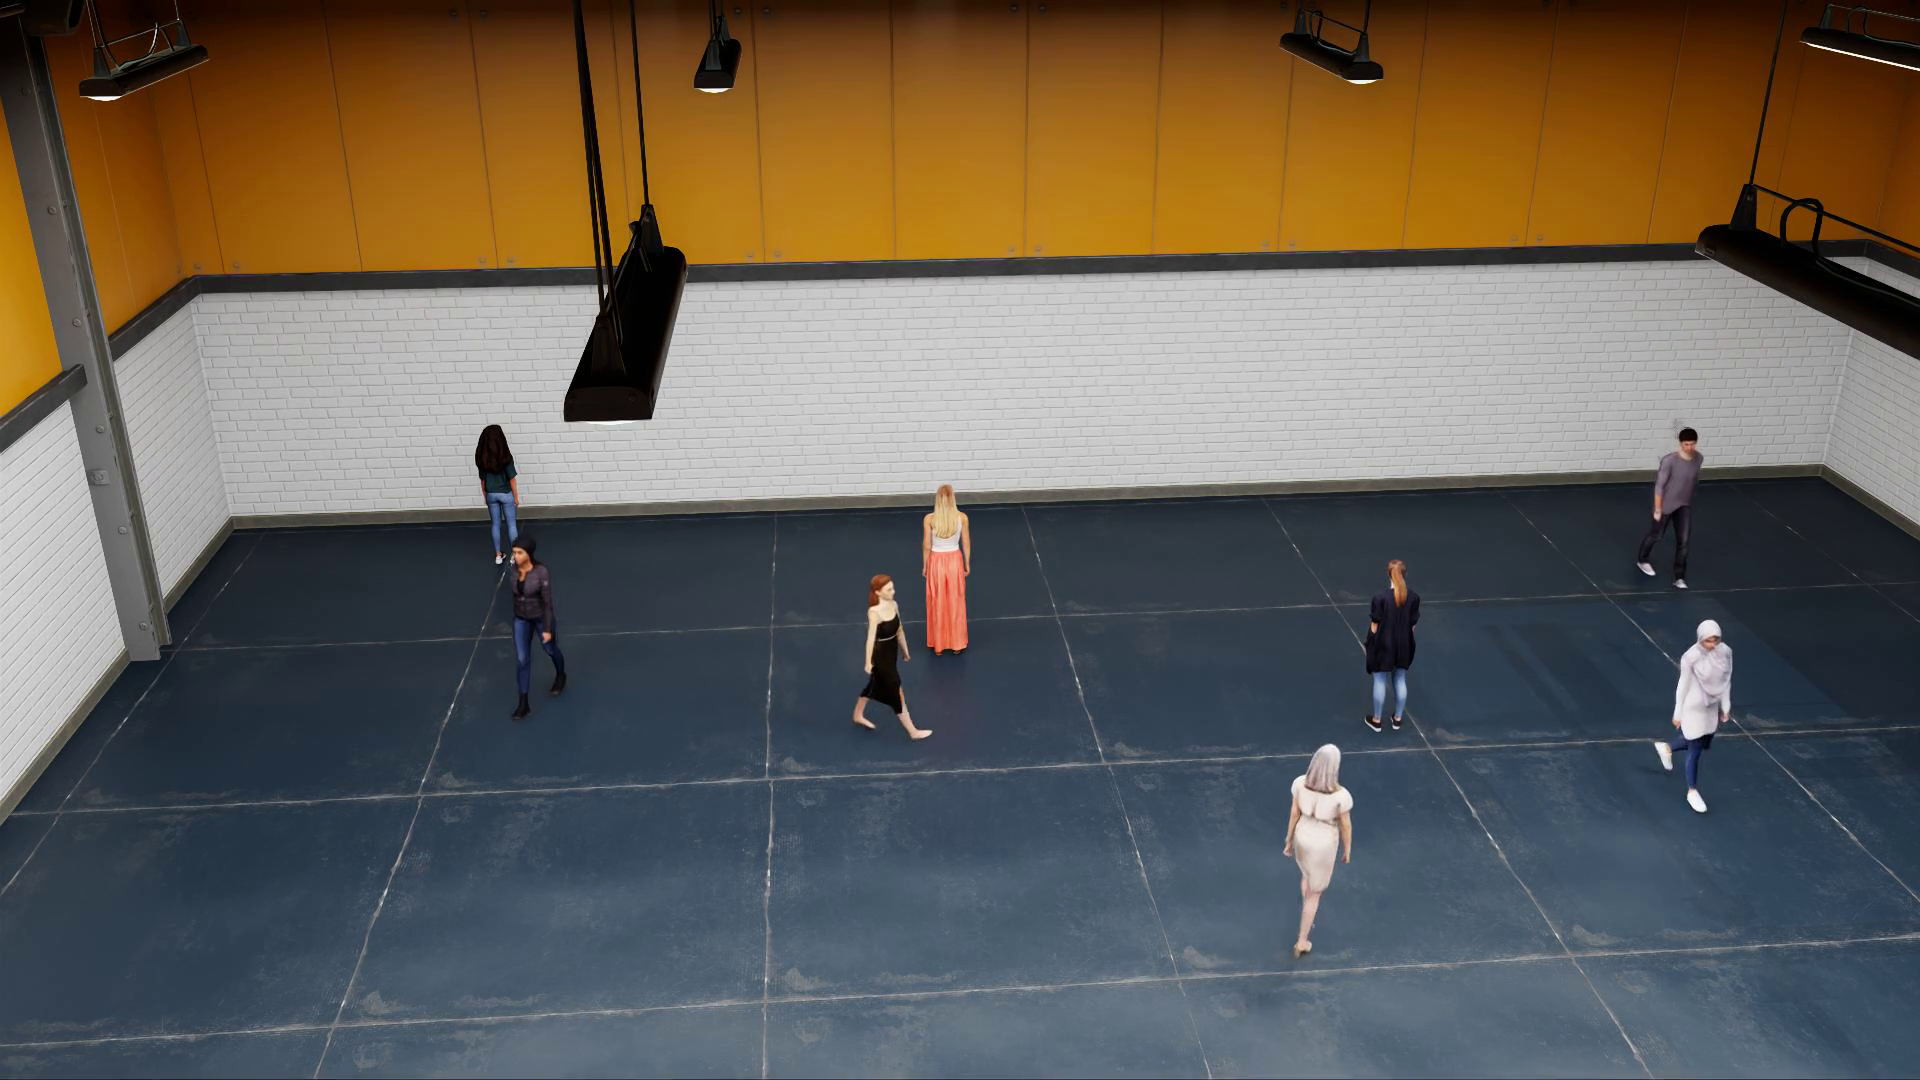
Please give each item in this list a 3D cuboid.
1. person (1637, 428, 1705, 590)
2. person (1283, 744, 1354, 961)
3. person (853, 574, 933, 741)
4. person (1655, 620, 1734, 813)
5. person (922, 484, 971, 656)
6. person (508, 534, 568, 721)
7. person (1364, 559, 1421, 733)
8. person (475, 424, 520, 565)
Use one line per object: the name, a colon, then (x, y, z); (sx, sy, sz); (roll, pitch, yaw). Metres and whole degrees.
person: (7.720, -0.411, 18.094); (0.710, 1.808, 1.041); (-5, 24, -12)
person: (2.540, 2.293, 12.017); (0.765, 1.721, 0.825); (14, 27, 30)
person: (-0.777, 1.051, 15.032); (1.011, 1.583, 1.096); (11, 26, 24)
person: (6.180, 1.403, 14.026); (0.772, 1.743, 0.998); (-8, 25, -17)
person: (-0.143, 0.291, 16.496); (0.629, 1.802, 0.565); (-1, 24, -3)
person: (-3.919, 0.759, 15.554); (0.896, 1.700, 1.234); (6, 24, 14)
person: (3.926, 0.958, 15.119); (0.625, 1.683, 0.552); (-1, 24, -3)
person: (-5.142, -0.515, 18.572); (0.647, 1.616, 0.650); (3, 24, 6)
